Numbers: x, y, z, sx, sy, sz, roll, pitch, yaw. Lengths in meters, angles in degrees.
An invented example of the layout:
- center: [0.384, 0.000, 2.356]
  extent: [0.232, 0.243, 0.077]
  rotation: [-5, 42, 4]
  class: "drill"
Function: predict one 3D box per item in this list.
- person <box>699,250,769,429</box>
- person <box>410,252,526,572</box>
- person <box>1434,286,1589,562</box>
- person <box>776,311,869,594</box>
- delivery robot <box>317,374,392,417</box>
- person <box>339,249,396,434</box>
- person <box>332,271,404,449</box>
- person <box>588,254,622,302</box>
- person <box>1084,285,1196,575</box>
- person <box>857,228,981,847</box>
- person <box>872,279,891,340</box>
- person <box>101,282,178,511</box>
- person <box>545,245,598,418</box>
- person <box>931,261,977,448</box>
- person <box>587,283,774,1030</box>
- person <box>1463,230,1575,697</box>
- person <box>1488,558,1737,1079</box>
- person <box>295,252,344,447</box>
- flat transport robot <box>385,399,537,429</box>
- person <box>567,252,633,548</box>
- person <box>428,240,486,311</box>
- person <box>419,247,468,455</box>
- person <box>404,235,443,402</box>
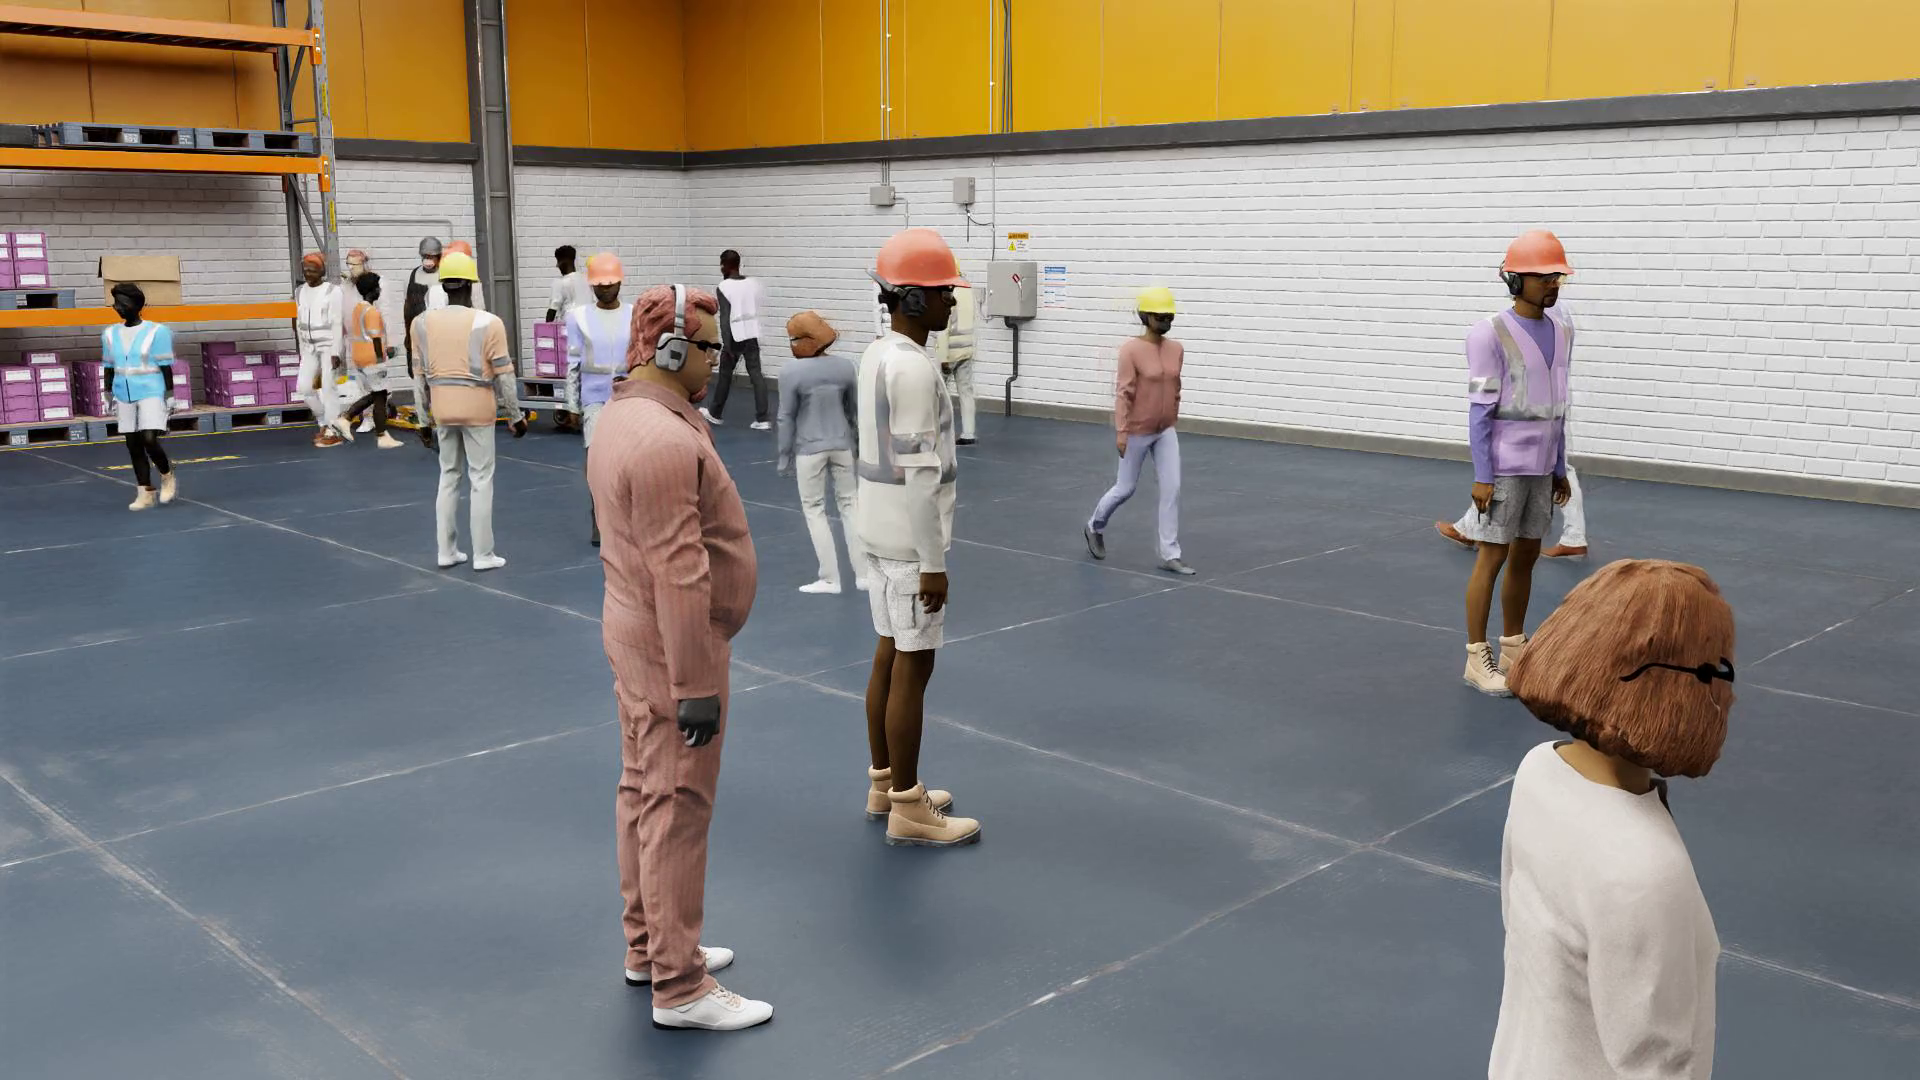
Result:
- center: [-2.372, -2.107, 17.520]
  extent: [1.043, 1.856, 0.601]
  rotation: [10, 14, 44]
  class: "person"
- center: [-2.963, -0.754, 9.988]
  extent: [0.607, 1.923, 0.409]
  rotation: [2, 11, 11]
  class: "person"
- center: [3.543, -0.819, 10.435]
  extent: [0.638, 1.890, 1.000]
  rotation: [-10, 14, -43]
  class: "person"
- center: [-0.749, -0.490, 9.411]
  extent: [0.619, 1.610, 0.290]
  rotation: [-7, 12, -33]
  class: "person"
- center: [-6.394, -1.507, 17.559]
  extent: [0.707, 0.478, 0.477]
  rotation: [-1, 10, -3]
  class: "delivery robot"
- center: [-6.164, -2.031, 17.060]
  extent: [0.679, 1.875, 0.697]
  rotation: [7, 12, 32]
  class: "person"
- center: [-5.621, -1.691, 15.739]
  extent: [0.529, 1.686, 0.541]
  rotation: [-7, 12, -33]
  class: "person"
- center: [-4.202, -2.477, 19.701]
  extent: [0.465, 1.806, 0.612]
  rotation: [9, 14, 41]
  class: "person"
- center: [1.087, -0.681, 10.104]
  extent: [0.533, 1.739, 0.811]
  rotation: [-7, 13, -34]
  class: "person"
- center: [-0.148, -0.003, 5.554]
  extent: [0.379, 2.044, 0.607]
  rotation: [-3, 11, -16]
  class: "person"
- center: [-0.737, -2.369, 18.892]
  extent: [0.576, 1.884, 0.355]
  rotation: [-10, 14, -43]
  class: "person"
- center: [-6.036, -1.044, 12.209]
  extent: [0.546, 1.680, 0.372]
  rotation: [1, 10, 8]
  class: "person"
- center: [-4.332, -2.308, 18.491]
  extent: [1.007, 1.898, 0.636]
  rotation: [5, 12, 27]
  class: "person"
- center: [-0.139, -1.786, 15.922]
  extent: [0.755, 1.803, 0.591]
  rotation: [9, 14, 39]
  class: "person"
- center: [-0.722, 0.300, 4.292]
  extent: [0.409, 1.903, 0.639]
  rotation: [-4, 11, -21]
  class: "person"
- center: [2.493, -0.334, 7.361]
  extent: [0.607, 2.044, 0.375]
  rotation: [-7, 13, -34]
  class: "person"
- center: [0.821, 0.826, 2.155]
  extent: [0.289, 1.632, 0.497]
  rotation: [0, 10, 2]
  class: "person"
- center: [-6.124, -1.809, 15.900]
  extent: [0.576, 1.865, 0.413]
  rotation: [4, 11, 19]
  class: "person"
- center: [-5.310, -1.349, 17.729]
  extent: [0.652, 0.197, 1.431]
  rotation: [10, 14, 43]
  class: "flat transport robot"
- center: [-2.256, -0.898, 10.803]
  extent: [0.536, 1.906, 0.589]
  rotation: [-3, 11, -18]
  class: "person"
- center: [-5.246, -2.148, 17.444]
  extent: [0.605, 1.964, 0.606]
  rotation: [4, 11, 19]
  class: "person"
- center: [-4.663, -1.675, 15.032]
  extent: [0.573, 1.918, 0.582]
  rotation: [7, 13, 34]
  class: "person"
- center: [-5.574, -2.221, 17.656]
  extent: [0.699, 2.000, 0.615]
  rotation: [2, 11, 12]
  class: "person"
